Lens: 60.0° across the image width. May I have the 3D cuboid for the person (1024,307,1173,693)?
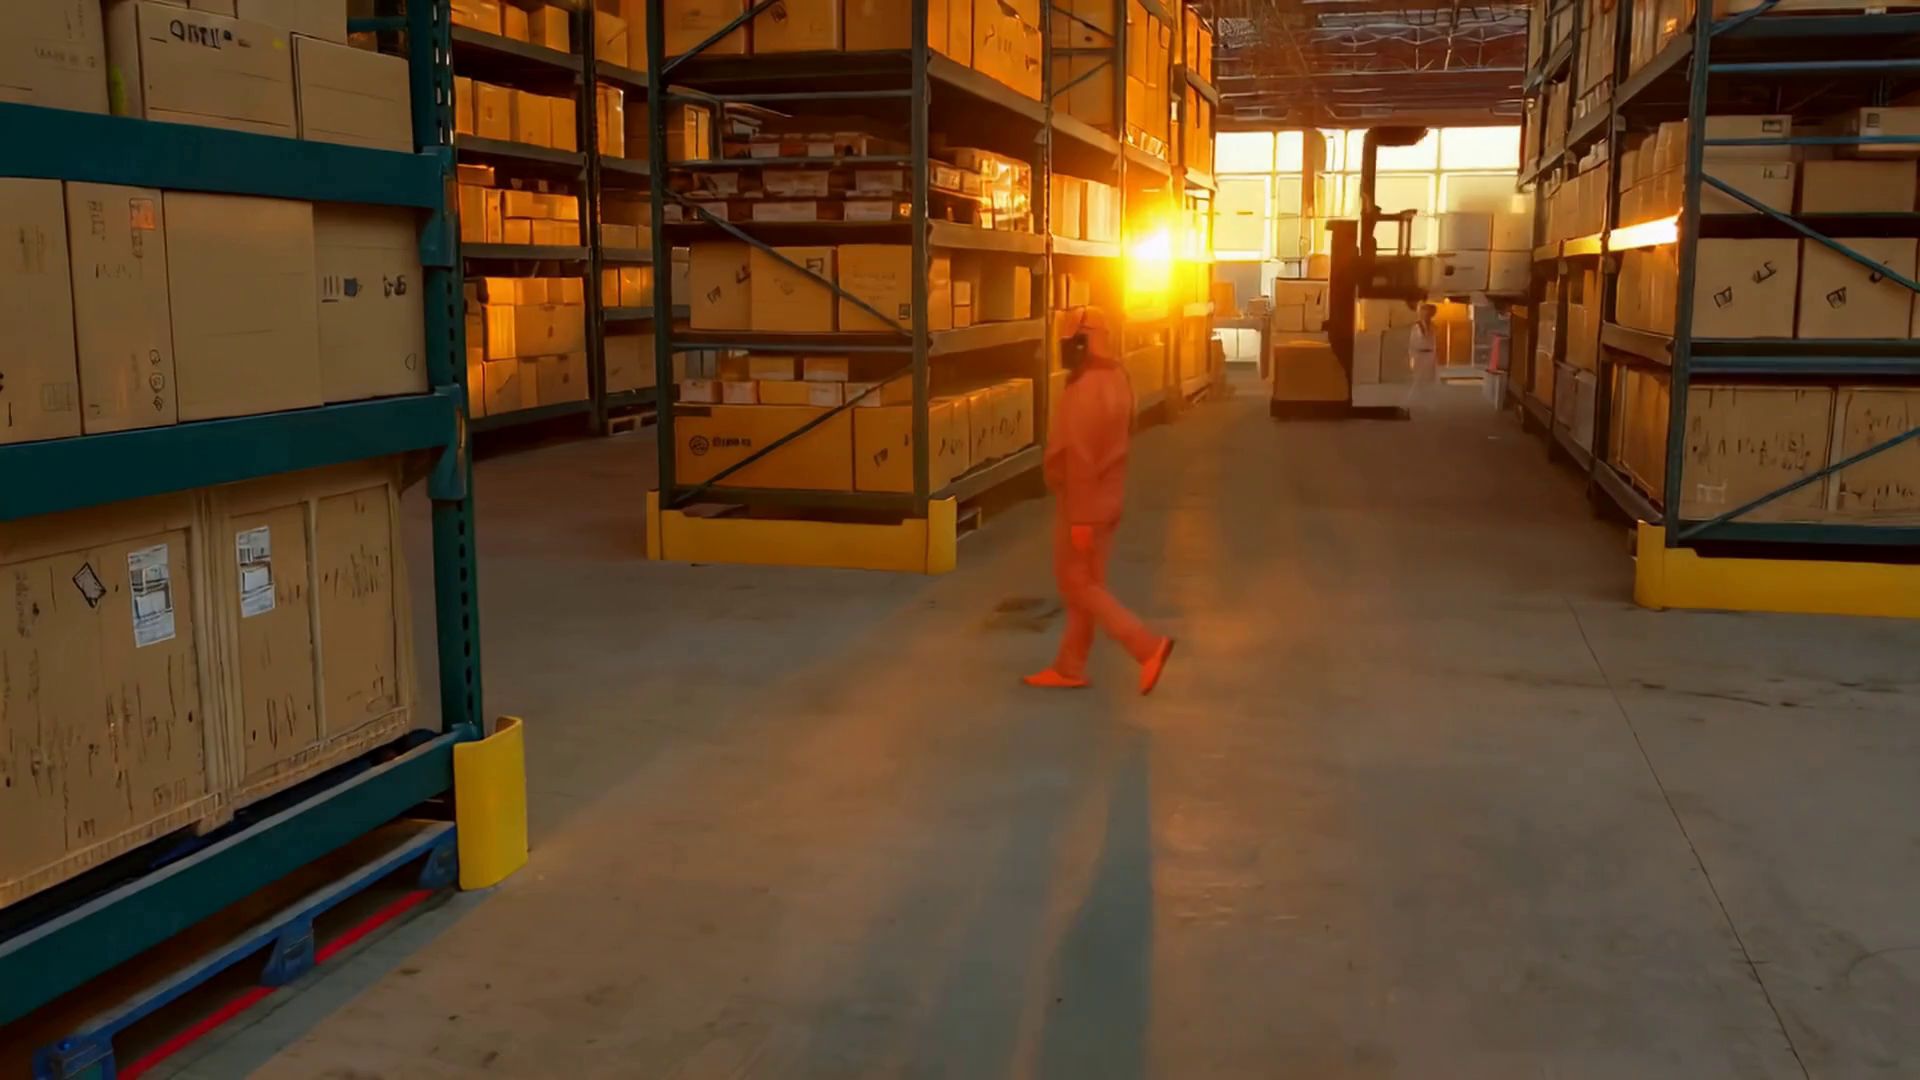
[{"bbox_3d":[0.672,-0.169,8.001,0.709,1.887,0.650,3,10,20],"label":"person"}]

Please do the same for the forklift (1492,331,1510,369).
[{"bbox_3d":[10.276,-3.913,28.631,1.873,2.768,1.129,-2,9,-10],"label":"forklift"}]

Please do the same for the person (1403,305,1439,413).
[{"bbox_3d":[6.977,-2.741,25.122,0.538,1.623,0.463,-4,10,-22],"label":"person"}]

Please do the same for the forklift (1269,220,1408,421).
[{"bbox_3d":[5.380,-3.115,23.566,1.873,2.768,1.129,1,9,9],"label":"forklift"}]

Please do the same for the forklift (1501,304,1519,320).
[{"bbox_3d":[15.612,-6.692,46.291,1.129,2.768,1.873,2,9,15],"label":"forklift"}]

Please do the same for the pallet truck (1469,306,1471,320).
[{"bbox_3d":[18.896,-8.459,60.307,1.885,1.965,0.823,5,10,31],"label":"pallet truck"}]
